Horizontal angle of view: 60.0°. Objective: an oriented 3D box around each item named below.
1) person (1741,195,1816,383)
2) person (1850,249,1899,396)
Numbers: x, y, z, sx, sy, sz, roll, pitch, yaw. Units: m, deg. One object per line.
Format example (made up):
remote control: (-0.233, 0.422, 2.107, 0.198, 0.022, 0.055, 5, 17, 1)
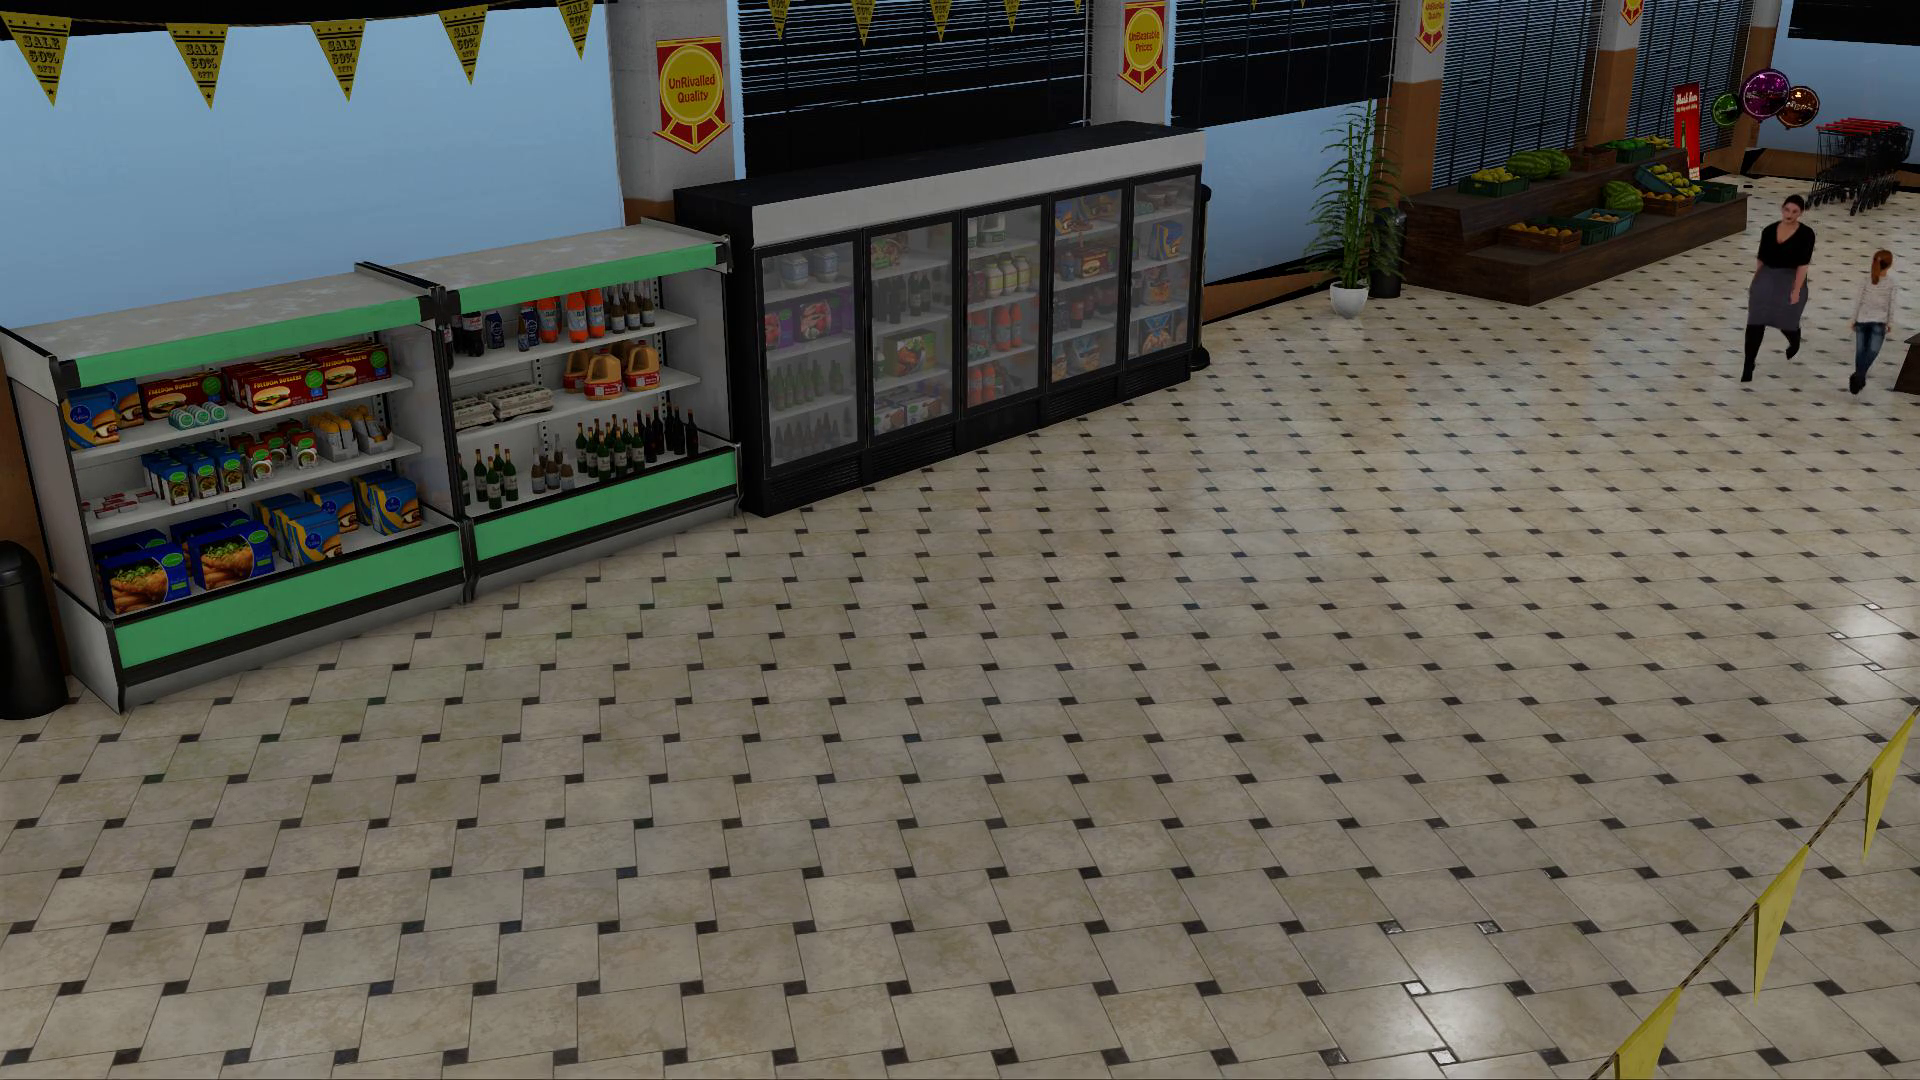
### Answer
person: (7.565, -2.293, 15.264, 1.004, 1.727, 0.670, -18, 28, -37)
person: (8.179, -1.932, 14.939, 0.525, 1.299, 0.850, 16, 27, 35)
